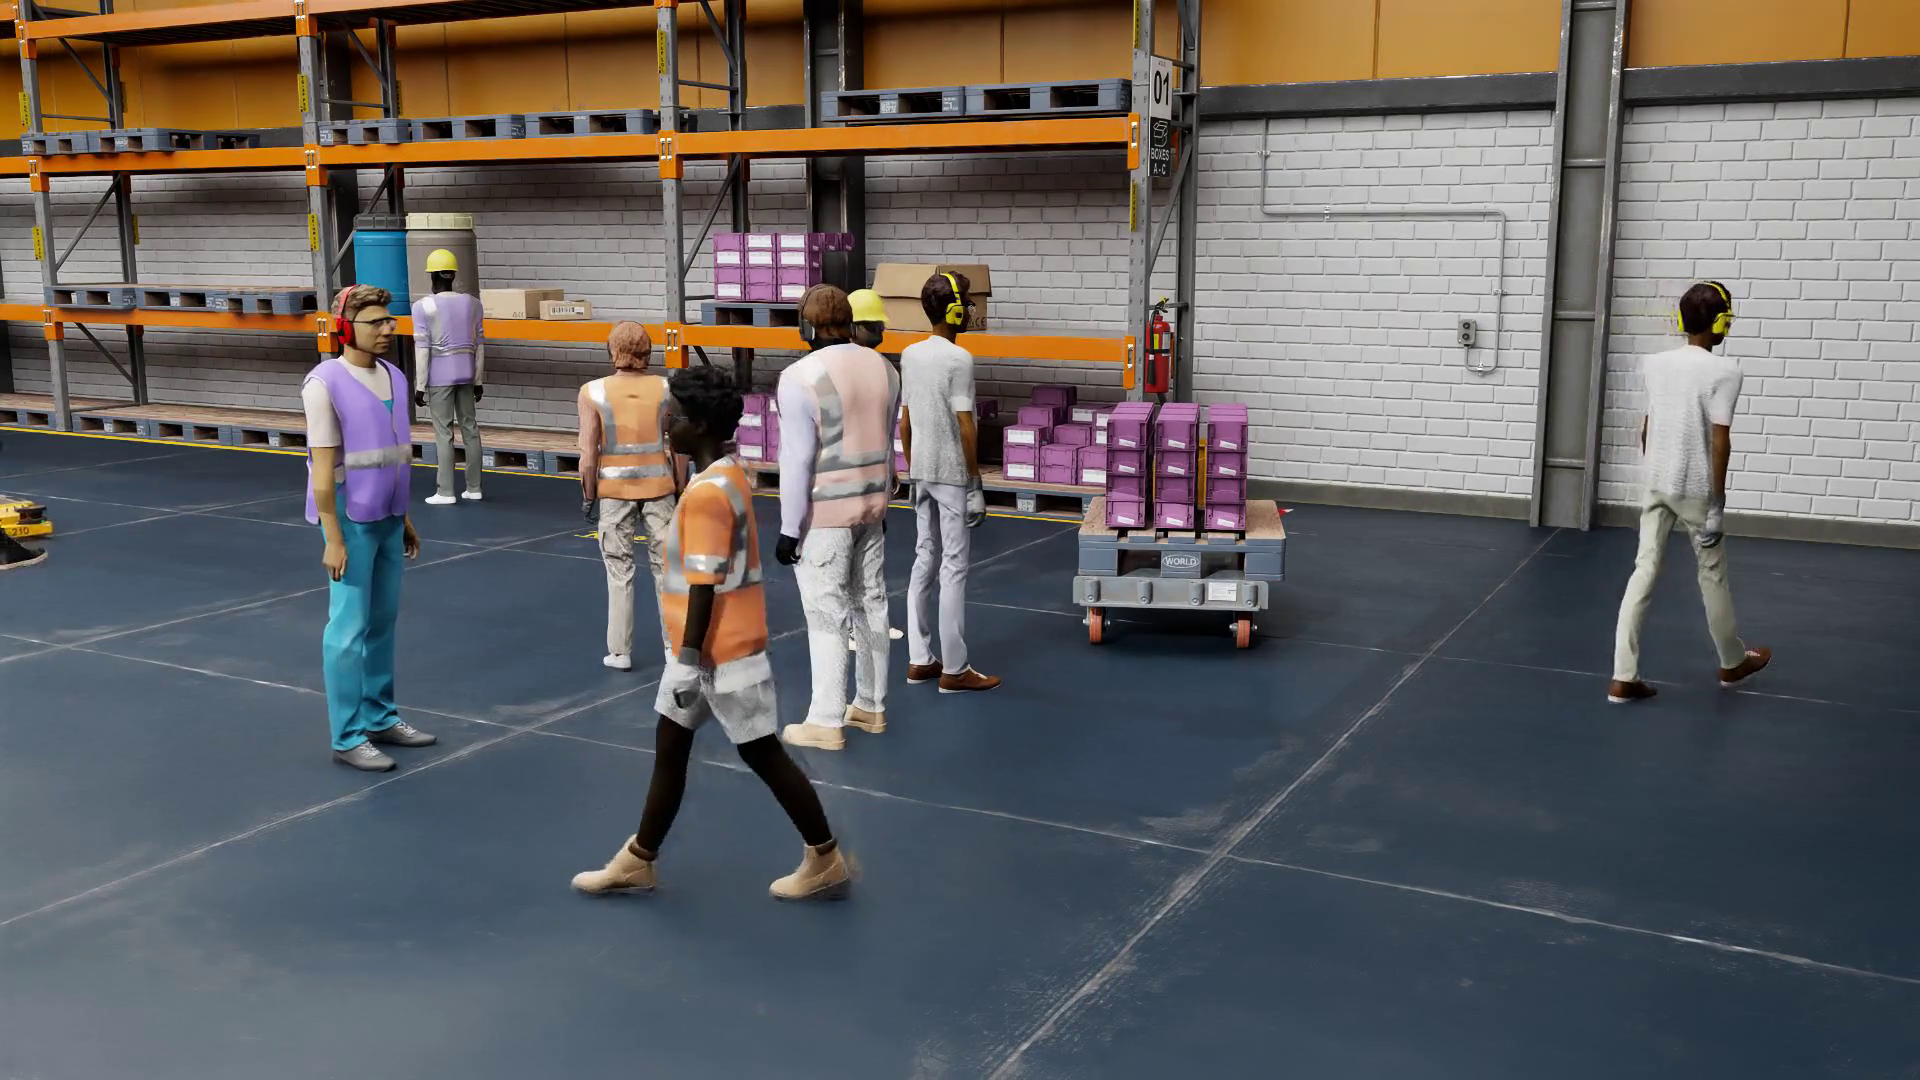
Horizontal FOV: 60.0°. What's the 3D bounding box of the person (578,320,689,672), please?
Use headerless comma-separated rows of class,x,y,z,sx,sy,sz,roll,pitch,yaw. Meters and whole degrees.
person,-1.517,-0.200,7.771,0.516,1.640,0.314,-4,11,-21

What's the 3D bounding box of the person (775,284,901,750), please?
person,-0.508,-0.088,6.615,0.430,1.841,0.624,8,13,38

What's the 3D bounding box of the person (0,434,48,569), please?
person,-6.035,-0.702,9.832,0.700,1.907,1.015,10,14,43

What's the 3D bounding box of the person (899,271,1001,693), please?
person,-0.062,-0.255,7.433,0.327,1.874,0.518,-8,13,-37

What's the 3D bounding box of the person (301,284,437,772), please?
person,-2.296,-0.055,6.406,0.390,1.846,0.564,2,11,12

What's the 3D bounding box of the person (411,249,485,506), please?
person,-3.868,-1.223,12.588,0.367,1.927,0.587,9,13,39

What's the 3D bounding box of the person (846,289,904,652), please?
person,-0.481,-0.346,8.219,0.305,1.771,0.525,7,12,32

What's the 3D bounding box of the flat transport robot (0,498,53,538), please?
flat transport robot,-6.861,-0.173,11.373,1.431,0.197,0.652,8,13,38

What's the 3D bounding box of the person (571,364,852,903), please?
person,-0.733,0.302,4.994,0.854,1.652,0.540,-1,10,-7

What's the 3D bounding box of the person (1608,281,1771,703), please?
person,3.233,-0.209,7.311,0.965,1.824,0.546,-7,12,-32
